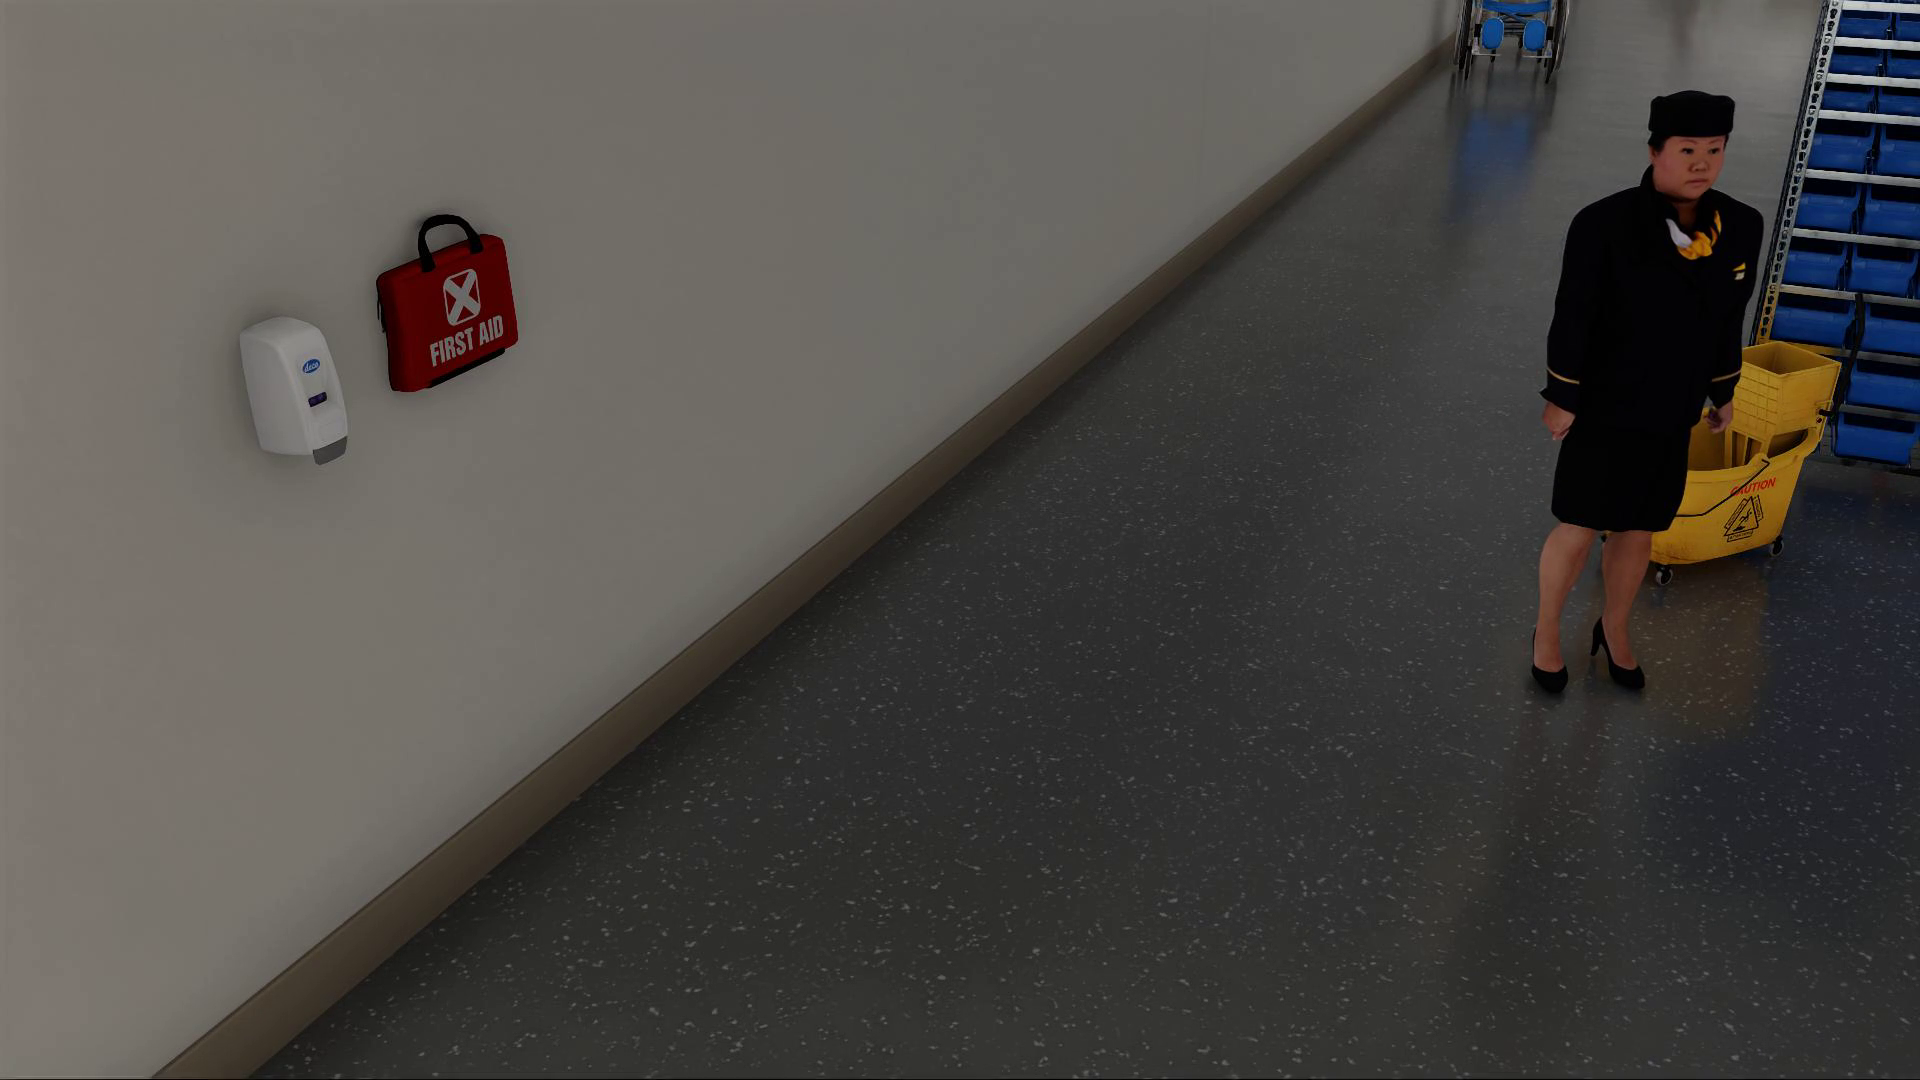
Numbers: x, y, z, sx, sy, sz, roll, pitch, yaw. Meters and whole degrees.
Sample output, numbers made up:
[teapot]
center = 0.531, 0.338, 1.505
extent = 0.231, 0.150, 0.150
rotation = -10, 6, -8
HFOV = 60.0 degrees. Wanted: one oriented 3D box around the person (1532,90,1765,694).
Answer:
[person]
center = 1.828, -0.364, 4.490
extent = 0.748, 1.671, 0.864
rotation = -2, 26, -4
